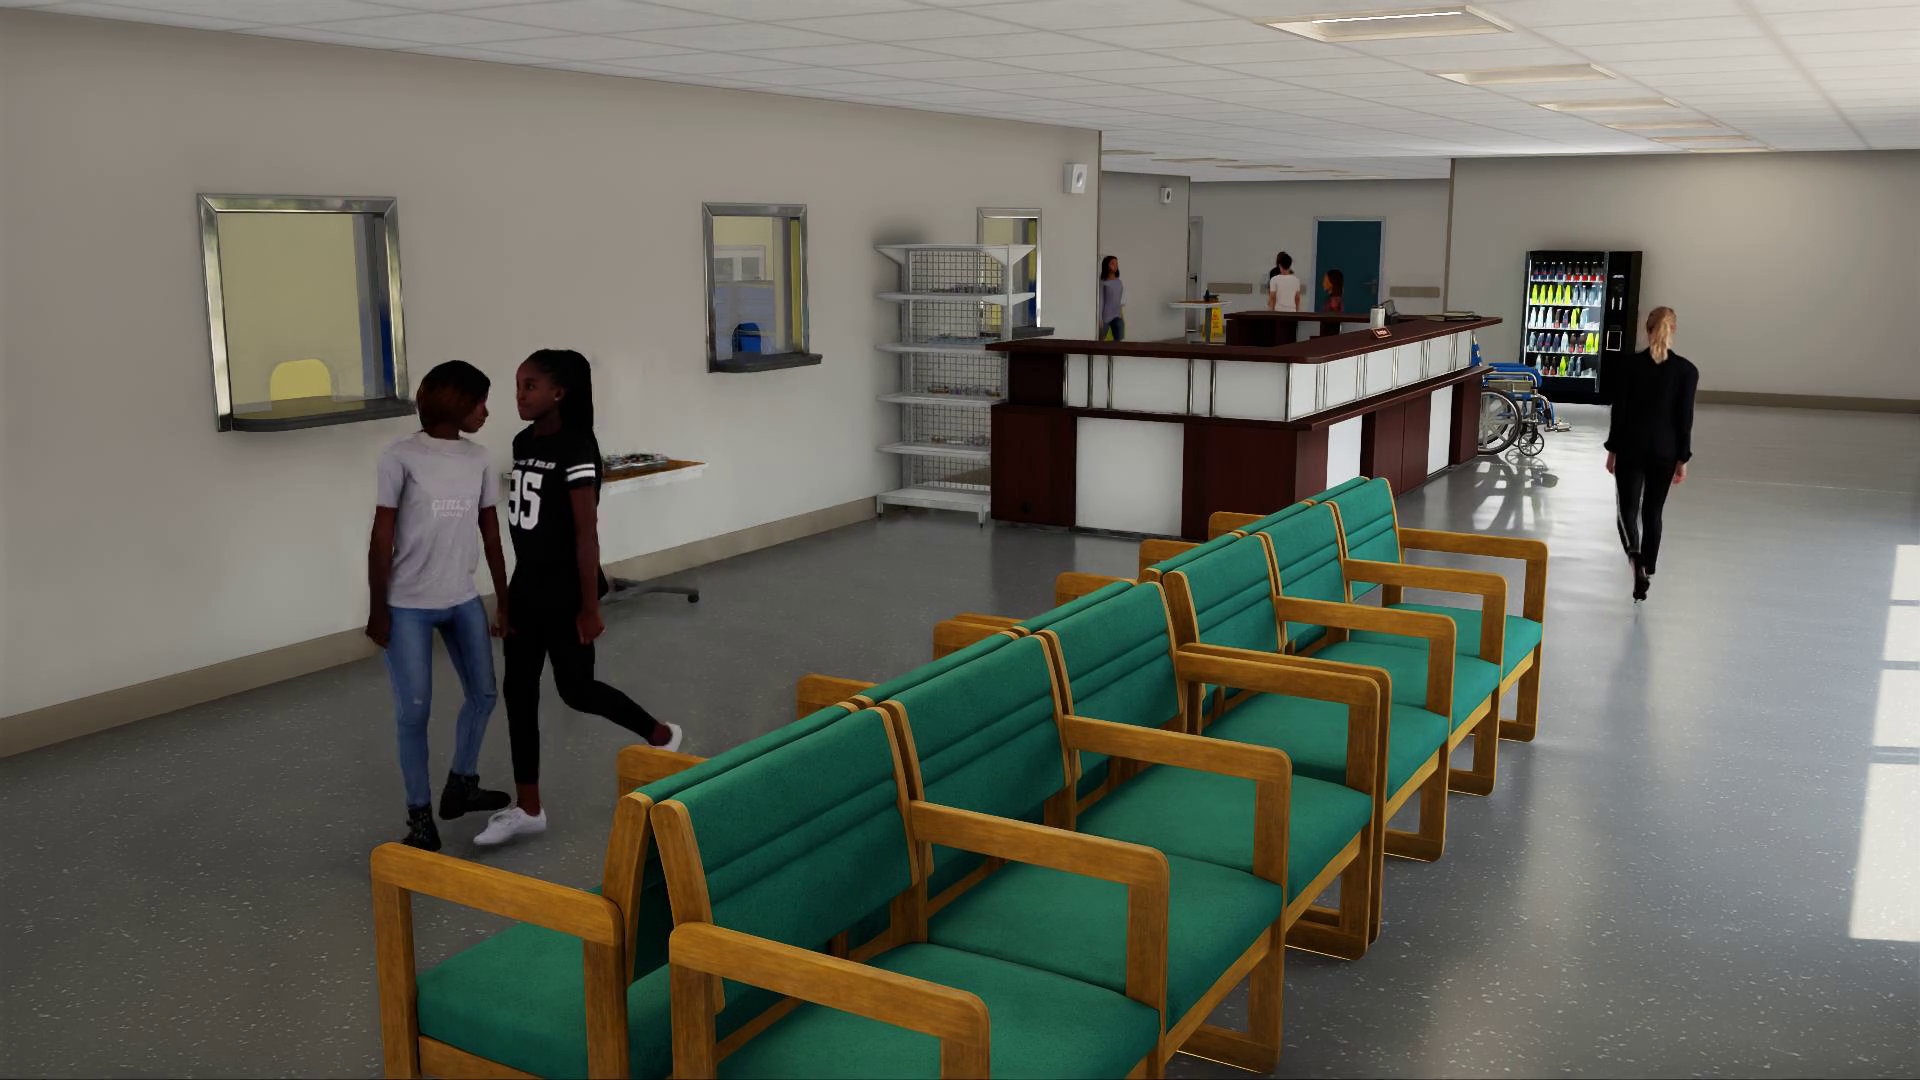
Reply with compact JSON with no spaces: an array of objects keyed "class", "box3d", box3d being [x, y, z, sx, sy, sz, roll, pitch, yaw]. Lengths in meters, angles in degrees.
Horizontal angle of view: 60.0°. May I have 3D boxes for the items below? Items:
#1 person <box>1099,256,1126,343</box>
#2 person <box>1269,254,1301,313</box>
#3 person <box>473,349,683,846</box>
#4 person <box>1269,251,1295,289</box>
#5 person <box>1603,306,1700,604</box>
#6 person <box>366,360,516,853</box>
[{"class":"person","box3d":[1.964,-2.981,22.707,1.001,1.685,1.268,-7,13,-32]},{"class":"person","box3d":[4.693,-3.279,24.100,0.679,1.720,0.760,-2,11,-10]},{"class":"person","box3d":[-1.366,0.196,5.906,1.062,1.706,0.849,10,15,42]},{"class":"person","box3d":[5.445,-4.049,28.389,0.977,1.665,0.662,6,12,29]},{"class":"person","box3d":[3.827,-0.432,9.277,0.928,1.685,0.812,3,11,17]},{"class":"person","box3d":[-1.836,0.247,5.665,0.795,1.697,0.699,-6,12,-29]}]
